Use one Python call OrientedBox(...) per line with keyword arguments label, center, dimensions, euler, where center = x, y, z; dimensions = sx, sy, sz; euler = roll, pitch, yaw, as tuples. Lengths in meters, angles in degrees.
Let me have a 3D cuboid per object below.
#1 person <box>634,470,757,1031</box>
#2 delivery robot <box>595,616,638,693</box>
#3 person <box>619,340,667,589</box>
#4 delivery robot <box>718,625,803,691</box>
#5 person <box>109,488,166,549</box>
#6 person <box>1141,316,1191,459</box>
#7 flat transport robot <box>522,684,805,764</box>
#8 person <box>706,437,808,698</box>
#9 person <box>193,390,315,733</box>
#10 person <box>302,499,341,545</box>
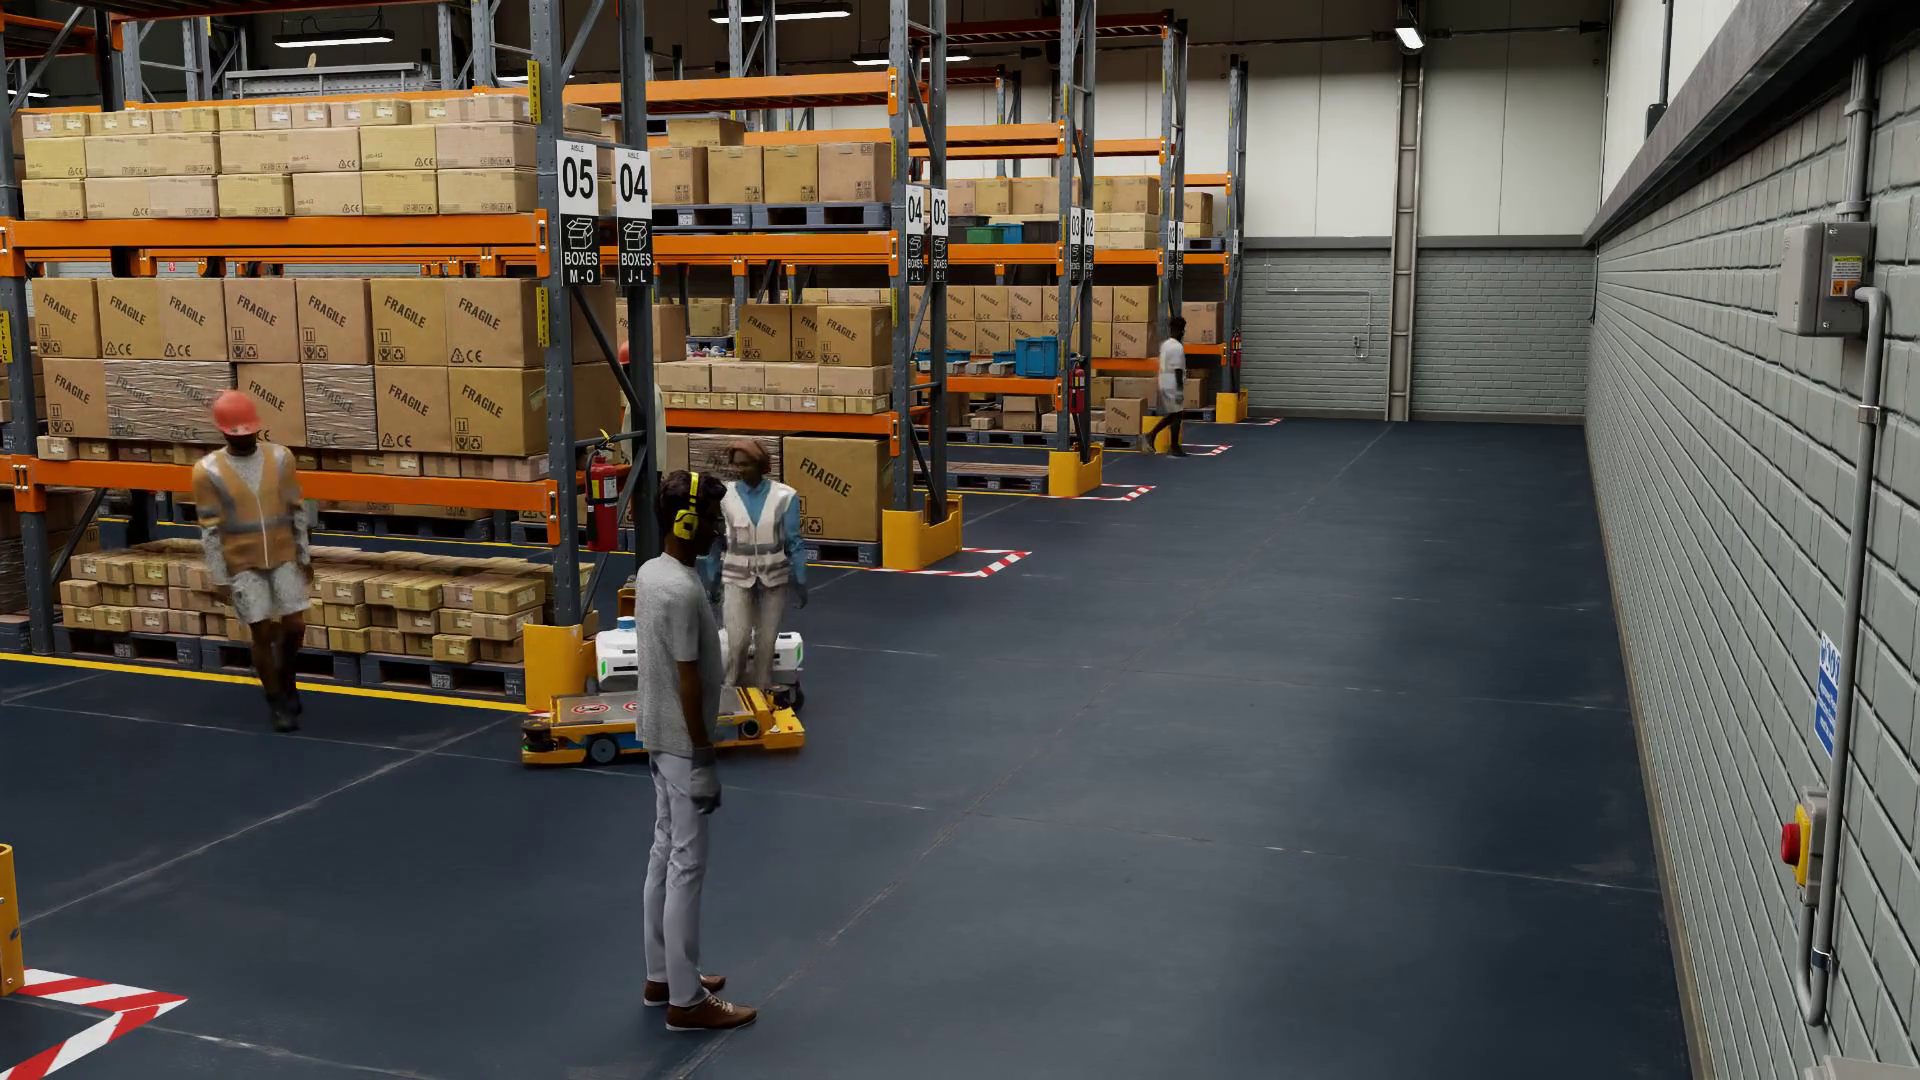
OrientedBox(label="person", center=(-0.910, 0.693, 5.548), dimensions=(0.327, 1.865, 0.518), euler=(-4, 10, -25))
OrientedBox(label="delivery robot", center=(-1.887, 0.677, 9.428), dimensions=(0.477, 0.478, 0.707), euler=(-2, 9, -14))
OrientedBox(label="person", center=(-2.503, -0.581, 13.119), dimensions=(0.390, 1.986, 0.609), euler=(0, 9, -3))
OrientedBox(label="delivery robot", center=(-1.256, 0.663, 9.511), dimensions=(0.707, 0.478, 0.477), euler=(-2, 9, -10))
OrientedBox(label="person", center=(-6.511, -0.625, 13.246), dimensions=(0.420, 2.032, 0.632), euler=(4, 10, 24))
OrientedBox(label="person", center=(2.803, -2.066, 22.553), dimensions=(0.604, 1.931, 0.681), euler=(-2, 9, -12))
OrientedBox(label="flat transport robot", center=(-1.580, 0.962, 8.821), dimensions=(1.431, 0.197, 0.652), euler=(-2, 9, -14))
OrientedBox(label="person", center=(-1.113, 0.241, 9.114), dimensions=(0.531, 1.620, 0.394), euler=(-2, 9, -12))
OrientedBox(label="person", center=(-3.794, 0.127, 9.003), dimensions=(0.609, 1.891, 0.548), euler=(-7, 12, -38))
OrientedBox(label="person", center=(-4.818, -0.393, 12.143), dimensions=(0.505, 1.919, 0.542), euler=(4, 10, 22))
